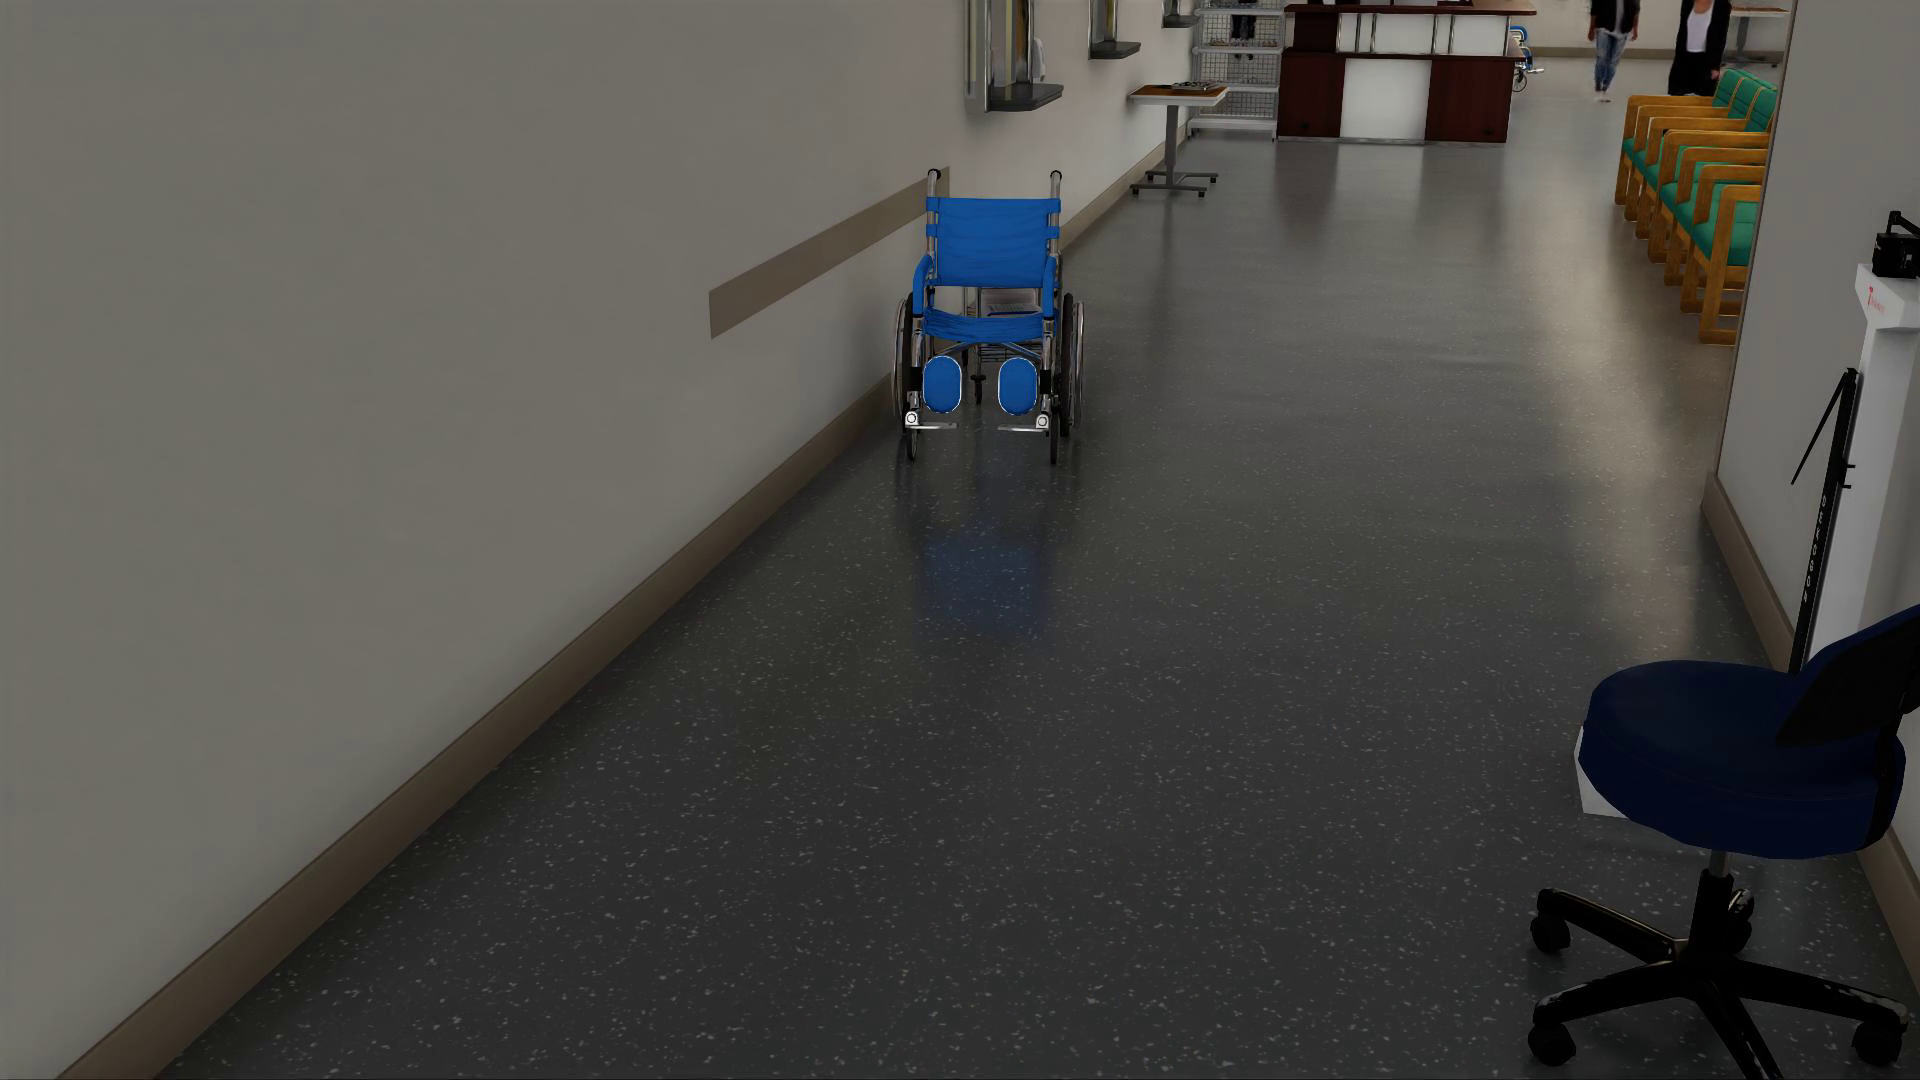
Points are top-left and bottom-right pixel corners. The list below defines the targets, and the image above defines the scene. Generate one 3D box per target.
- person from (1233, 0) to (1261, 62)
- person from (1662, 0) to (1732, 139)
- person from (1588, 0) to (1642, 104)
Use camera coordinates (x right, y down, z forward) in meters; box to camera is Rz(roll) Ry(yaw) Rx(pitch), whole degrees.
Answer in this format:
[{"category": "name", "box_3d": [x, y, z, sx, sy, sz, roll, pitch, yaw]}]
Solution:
[{"category": "person", "box_3d": [4.387, -8.317, 25.704, 1.085, 1.805, 0.834, 2, 21, 6]}, {"category": "person", "box_3d": [6.655, -4.199, 14.918, 1.202, 1.746, 1.068, 19, 28, 41]}, {"category": "person", "box_3d": [7.958, -6.265, 20.314, 0.865, 1.787, 0.857, 1, 21, 2]}]
